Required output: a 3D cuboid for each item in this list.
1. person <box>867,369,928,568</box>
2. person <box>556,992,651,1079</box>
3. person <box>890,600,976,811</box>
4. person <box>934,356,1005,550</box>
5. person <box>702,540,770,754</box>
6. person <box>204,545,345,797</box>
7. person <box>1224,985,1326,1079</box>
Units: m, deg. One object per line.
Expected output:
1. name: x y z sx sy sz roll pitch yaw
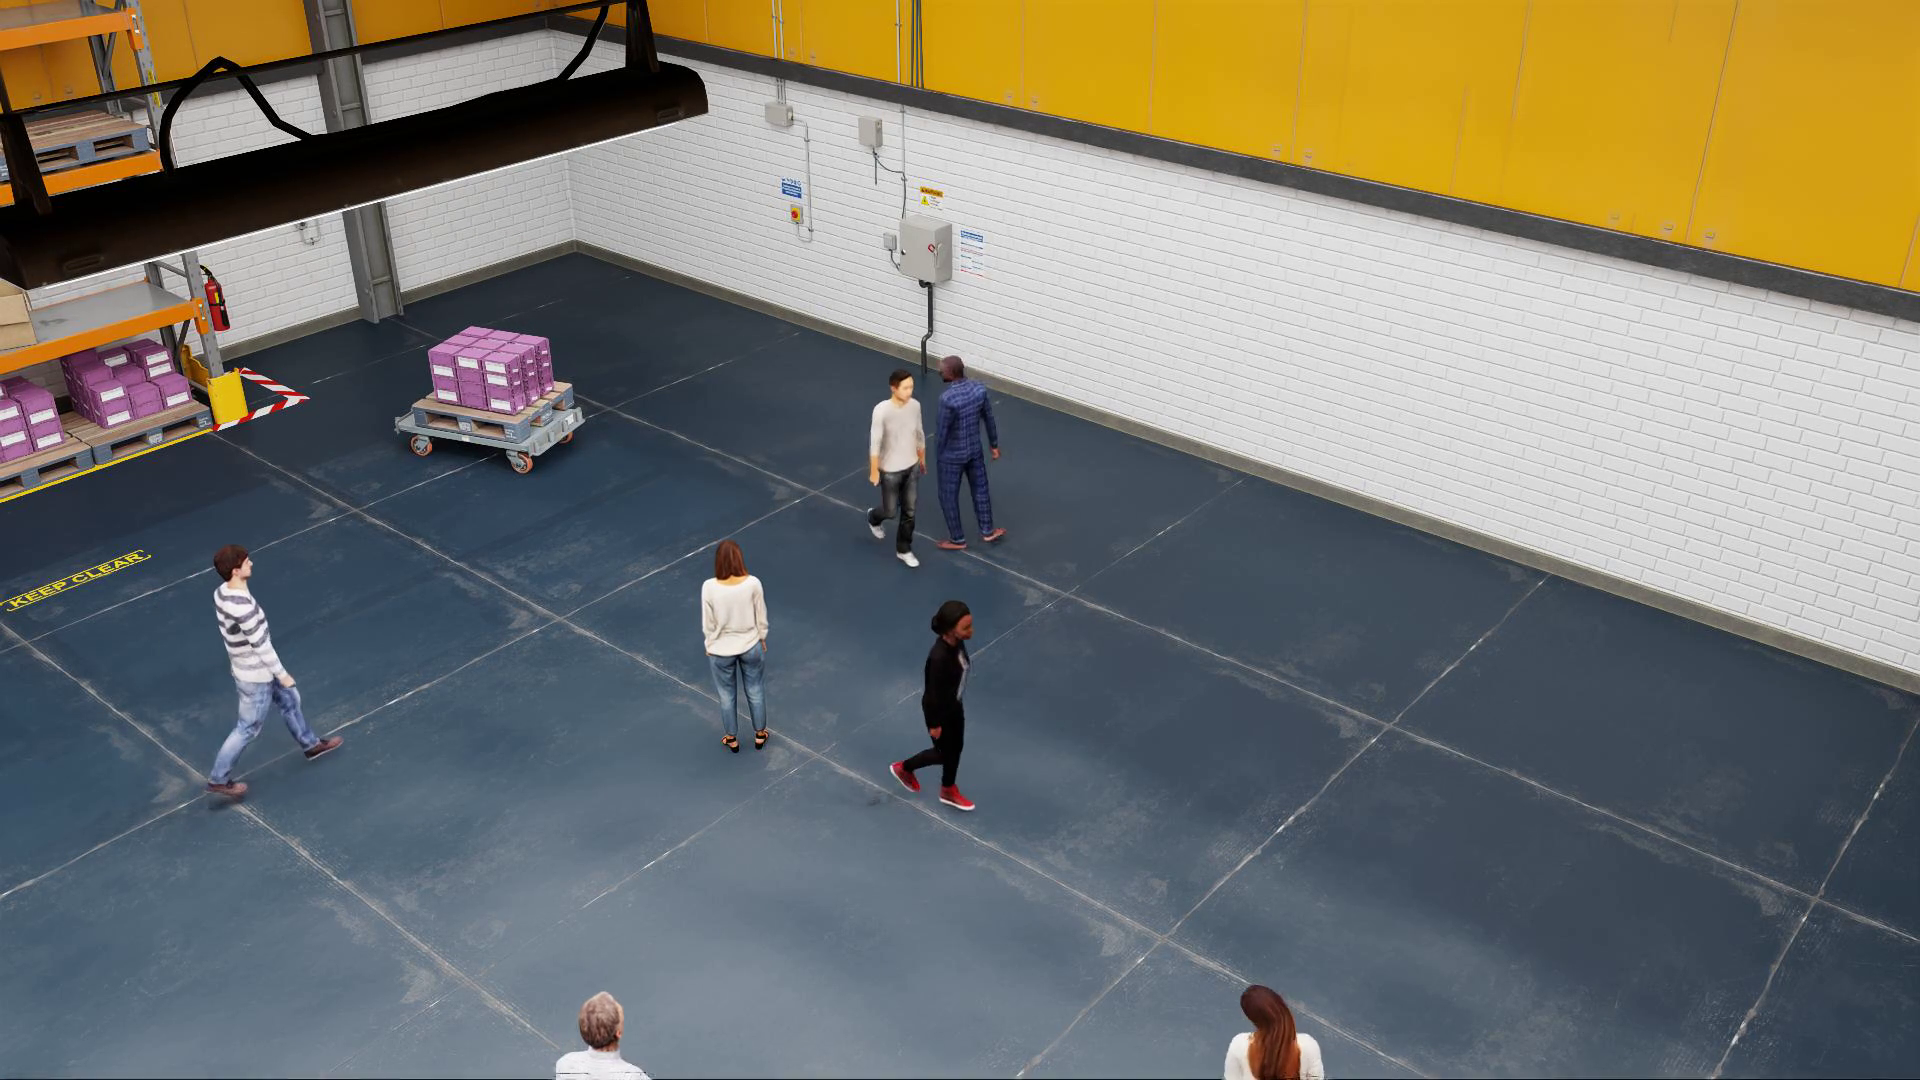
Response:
1. person: -0.586 -0.651 14.205 0.930 1.787 0.900 -20 35 -32
2. person: -1.626 2.908 7.697 0.926 1.773 1.278 10 30 18
3. person: -0.175 1.115 11.113 0.776 1.650 0.830 11 30 19
4. person: 0.059 -0.749 14.376 0.659 1.796 0.955 -12 31 -21
5. person: -1.581 0.753 11.742 0.683 1.682 0.756 -4 29 -8
6. person: -4.880 0.931 11.287 1.285 1.806 0.905 -17 33 -29
7. person: 1.544 2.823 7.959 0.807 1.670 0.747 17 33 29
